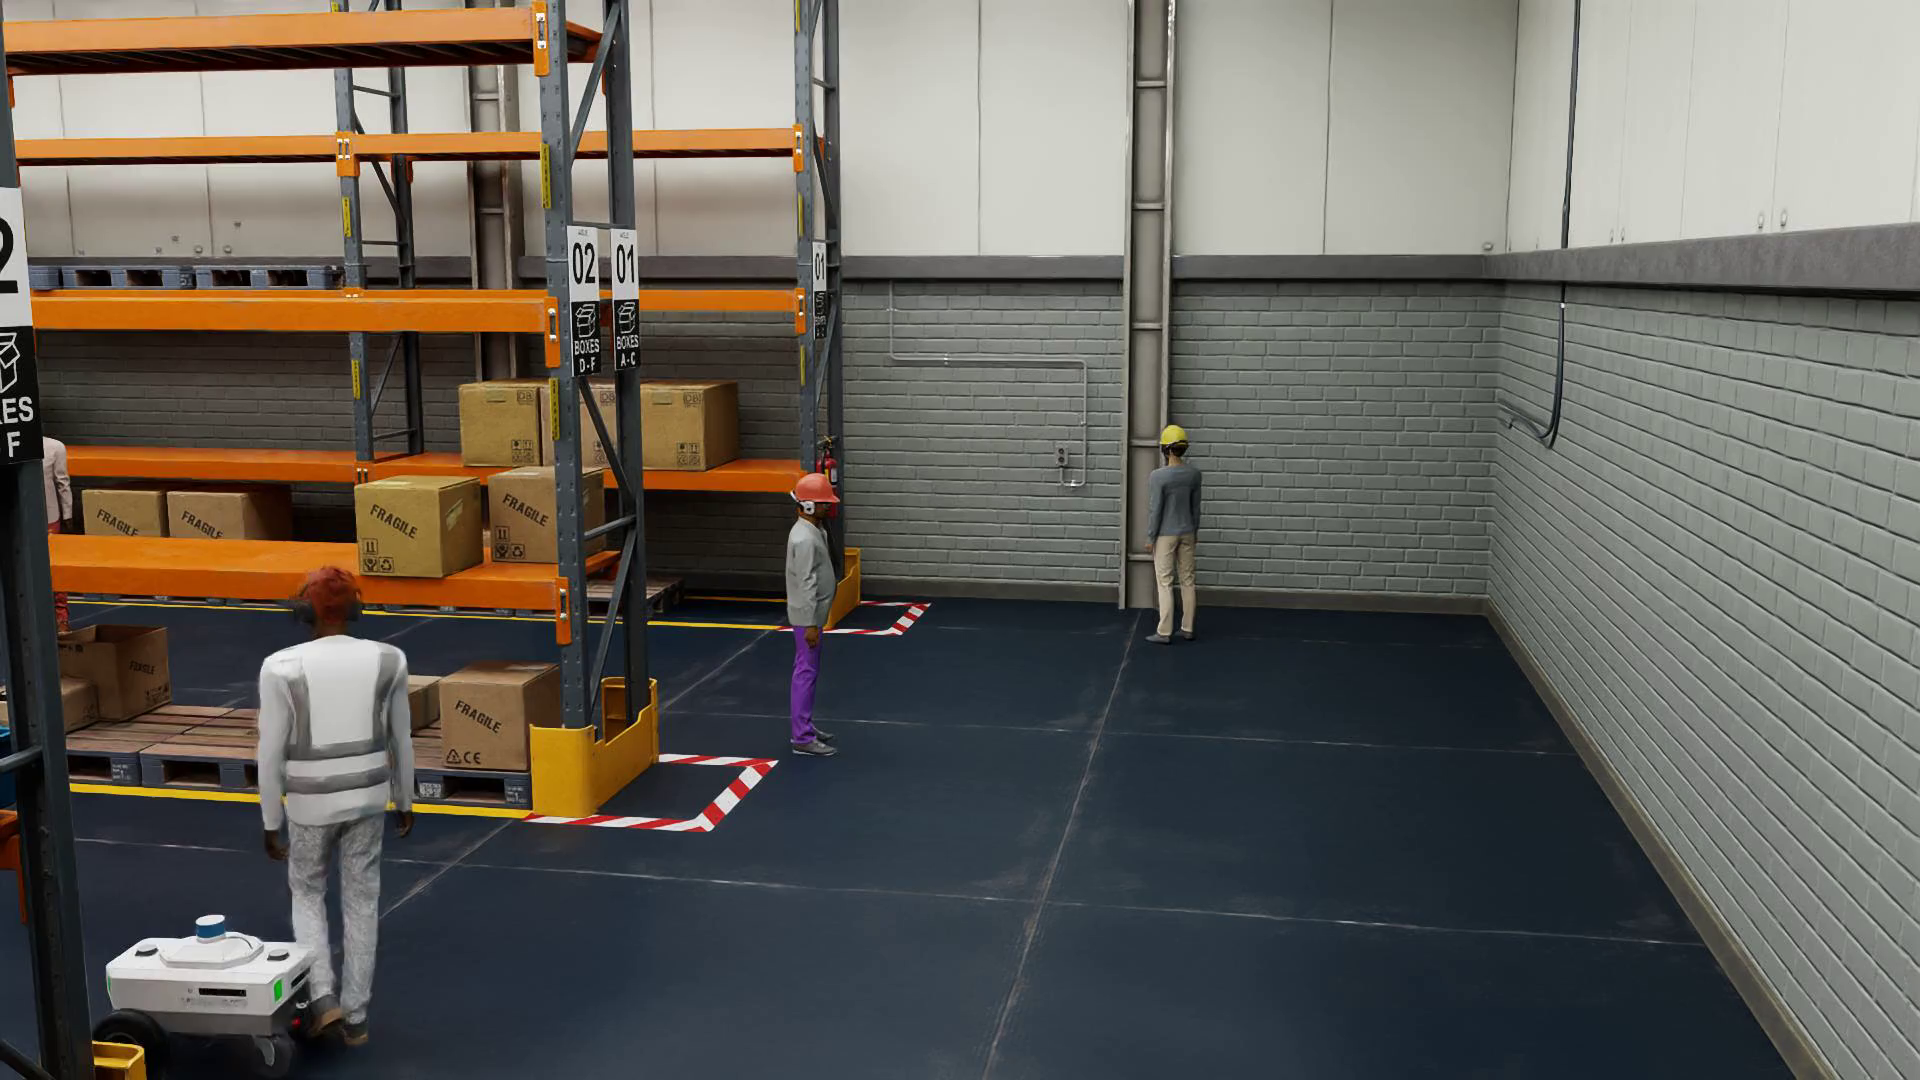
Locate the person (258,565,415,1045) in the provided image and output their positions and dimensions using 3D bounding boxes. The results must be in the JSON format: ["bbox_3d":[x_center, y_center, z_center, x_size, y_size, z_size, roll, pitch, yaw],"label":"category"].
[{"bbox_3d":[-2.403,1.031,6.461,0.585,1.861,0.446,-5,11,-30],"label":"person"}]

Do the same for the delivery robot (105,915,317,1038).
[{"bbox_3d":[-2.815,1.661,6.283,0.707,0.478,0.477,1,9,5],"label":"delivery robot"}]

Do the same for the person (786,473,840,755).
[{"bbox_3d":[-0.909,0.452,10.371,0.342,1.749,0.573,-1,9,-5],"label":"person"}]

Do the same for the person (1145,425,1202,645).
[{"bbox_3d":[1.705,-0.040,13.385,0.533,1.767,0.312,-6,11,-33],"label":"person"}]
